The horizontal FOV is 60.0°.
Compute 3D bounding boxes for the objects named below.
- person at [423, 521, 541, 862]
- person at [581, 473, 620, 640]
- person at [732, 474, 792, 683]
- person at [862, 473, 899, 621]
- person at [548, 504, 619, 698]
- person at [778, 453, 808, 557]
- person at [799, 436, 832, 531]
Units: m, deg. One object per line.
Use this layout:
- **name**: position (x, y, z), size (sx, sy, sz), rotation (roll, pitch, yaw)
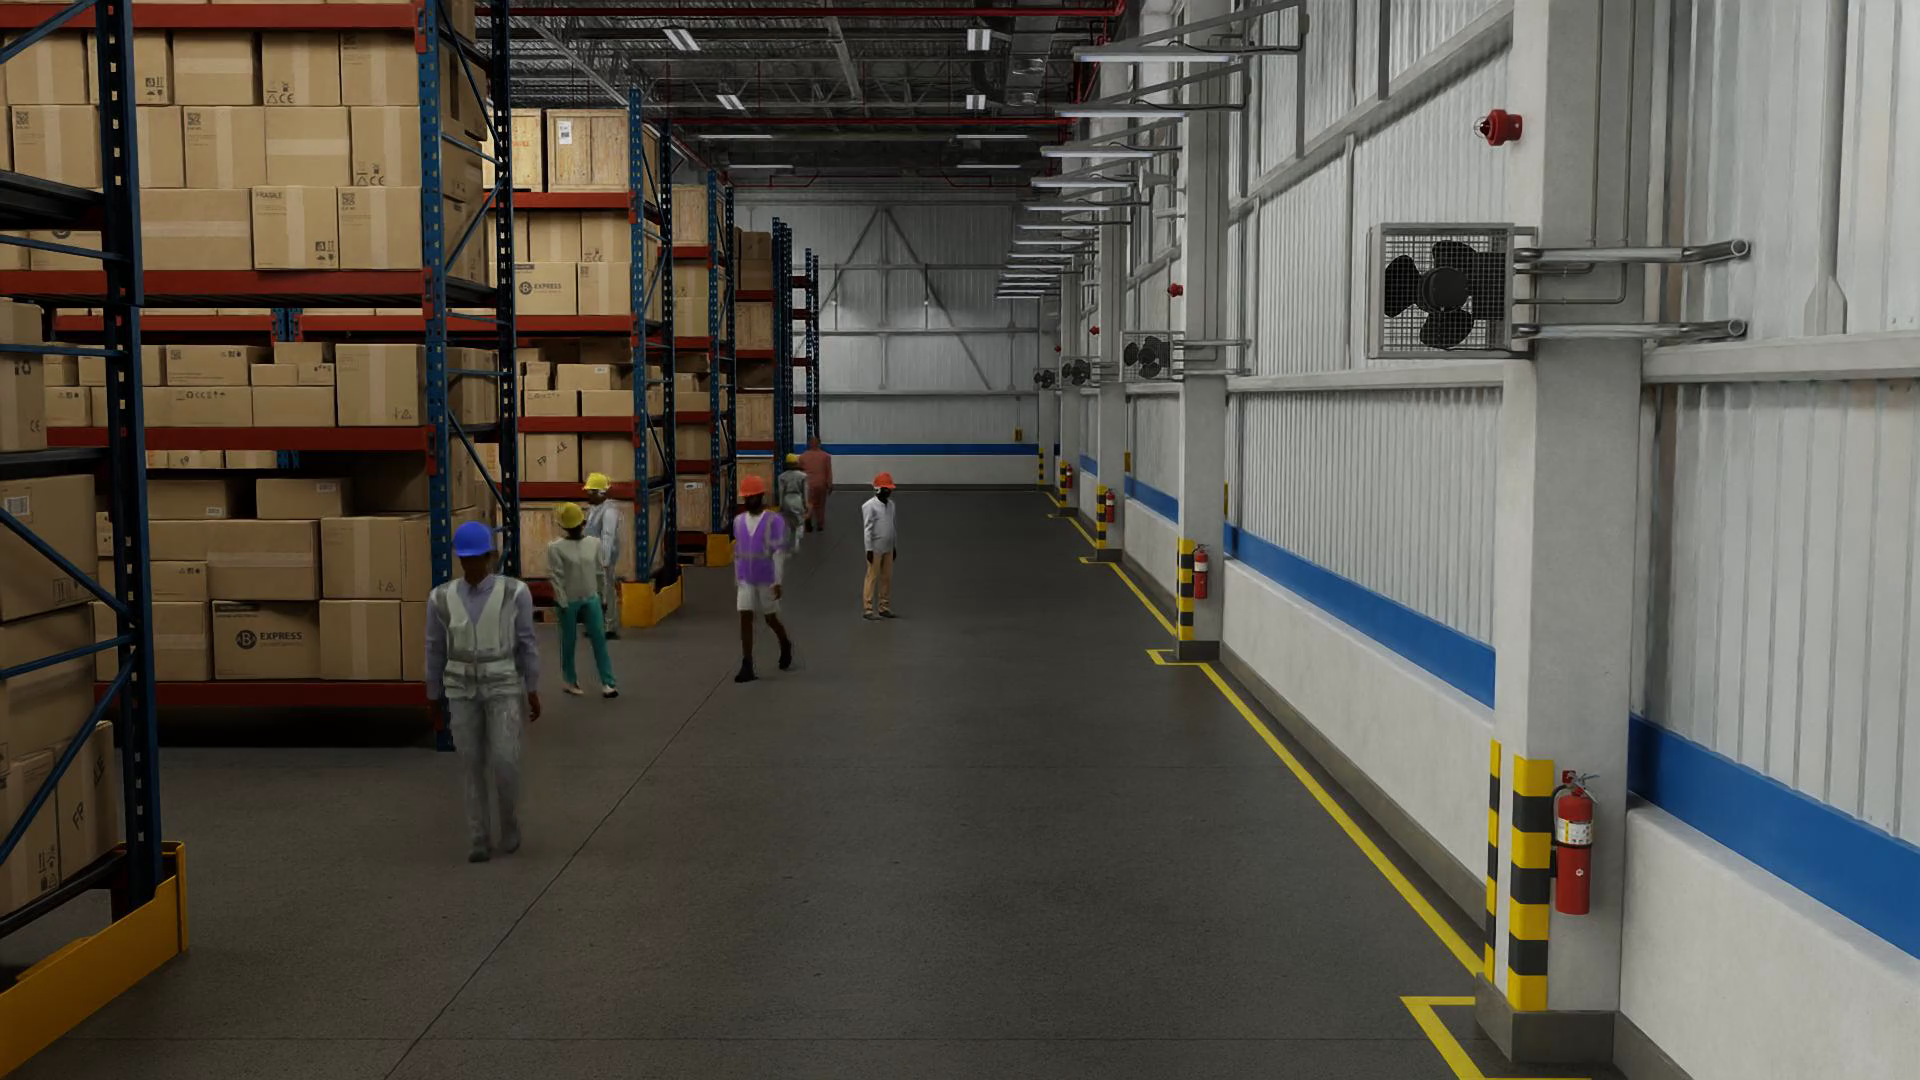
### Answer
- **person**: position (-2.706, 0.855, 9.389), size (0.647, 1.933, 0.437), rotation (0, 5, -3)
- **person**: position (-3.897, 0.190, 17.808), size (0.514, 1.814, 0.625), rotation (-3, 6, -32)
- **person**: position (-1.852, 0.342, 15.479), size (0.555, 1.919, 0.763), rotation (2, 5, 19)
- **person**: position (-0.914, 0.078, 19.572), size (0.352, 1.742, 0.565), rotation (4, 6, 37)
- **person**: position (-3.268, 0.541, 14.388), size (0.547, 1.705, 0.875), rotation (-3, 6, -33)
- **person**: position (-2.722, -0.560, 27.095), size (0.507, 1.715, 0.540), rotation (0, 5, -3)
- **person**: position (-2.816, -1.080, 32.285), size (0.667, 1.877, 0.731), rotation (0, 5, 2)
